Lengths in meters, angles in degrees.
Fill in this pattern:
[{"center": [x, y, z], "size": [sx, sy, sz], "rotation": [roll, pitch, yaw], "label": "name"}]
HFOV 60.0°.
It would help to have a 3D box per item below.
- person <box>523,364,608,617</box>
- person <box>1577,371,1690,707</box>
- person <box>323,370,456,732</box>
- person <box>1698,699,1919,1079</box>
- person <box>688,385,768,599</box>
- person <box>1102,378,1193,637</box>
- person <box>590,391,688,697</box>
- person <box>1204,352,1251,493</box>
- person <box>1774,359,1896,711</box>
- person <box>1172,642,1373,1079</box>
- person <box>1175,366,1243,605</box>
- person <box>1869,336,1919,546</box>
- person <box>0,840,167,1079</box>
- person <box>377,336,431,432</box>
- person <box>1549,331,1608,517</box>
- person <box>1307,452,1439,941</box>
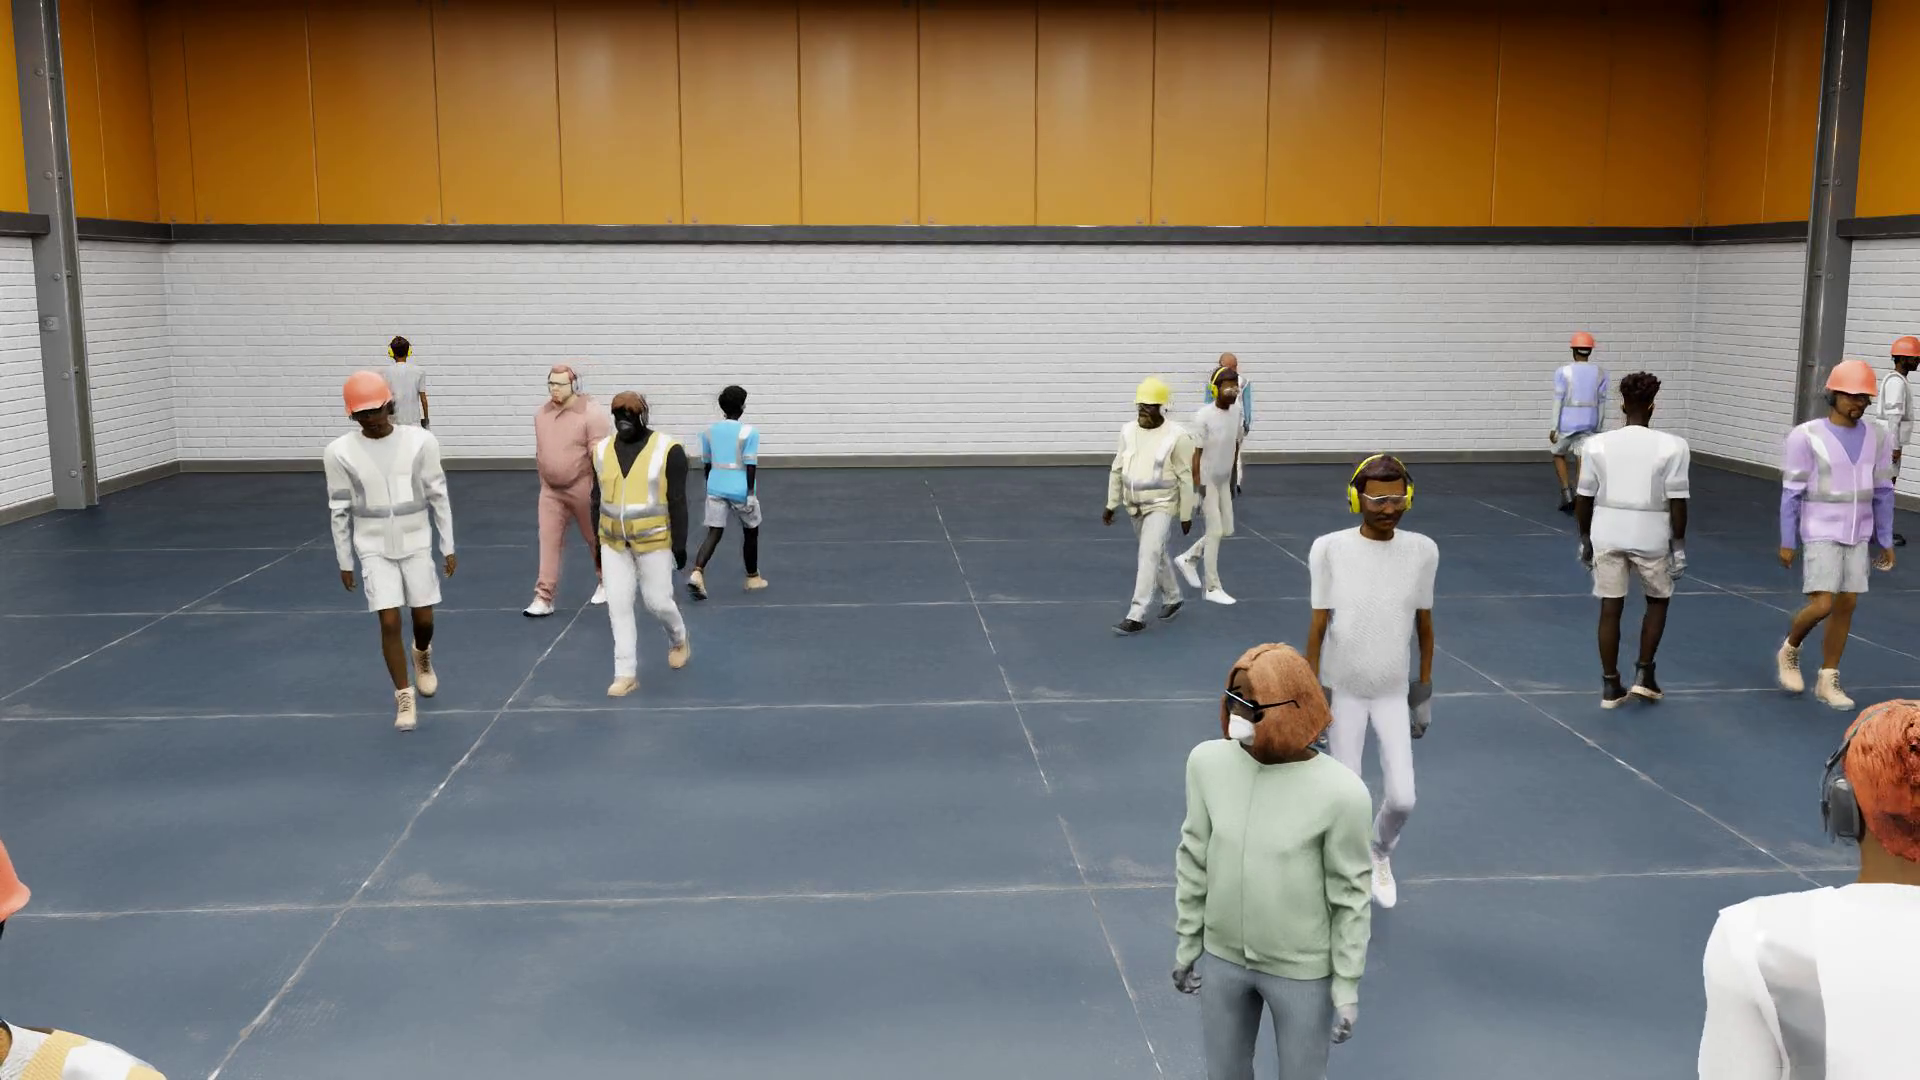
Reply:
[{"center": [-2.883, -0.378, 12.356], "size": [0.655, 1.857, 1.052], "rotation": [3, 10, 19], "label": "person"}, {"center": [3.918, -0.003, 9.667], "size": [0.637, 1.946, 0.550], "rotation": [6, 11, 34], "label": "person"}, {"center": [-3.170, 0.037, 9.282], "size": [0.661, 2.002, 0.746], "rotation": [-3, 10, -21], "label": "person"}, {"center": [1.433, 1.181, 2.555], "size": [0.582, 1.858, 0.873], "rotation": [3, 10, 18], "label": "person"}, {"center": [-1.818, -0.373, 12.907], "size": [0.534, 1.664, 0.836], "rotation": [4, 10, 24], "label": "person"}, {"center": [1.361, -0.253, 11.770], "size": [0.921, 1.790, 0.595], "rotation": [-8, 12, -42], "label": "person"}, {"center": [-1.926, -0.003, 10.070], "size": [0.635, 1.818, 0.723], "rotation": [2, 9, 13], "label": "person"}, {"center": [3.019, -1.304, 18.839], "size": [0.515, 1.626, 0.383], "rotation": [0, 9, -3], "label": "person"}, {"center": [5.064, -0.032, 9.603], "size": [0.619, 2.025, 0.459], "rotation": [-1, 9, -7], "label": "person"}, {"center": [0.747, 1.047, 4.063], "size": [0.500, 1.632, 0.286], "rotation": [7, 11, 37], "label": "person"}, {"center": [1.902, -0.430, 12.713], "size": [0.564, 1.830, 0.662], "rotation": [-8, 12, -40], "label": "person"}, {"center": [8.714, -0.922, 15.469], "size": [0.376, 1.935, 0.550], "rotation": [5, 10, 27], "label": "person"}, {"center": [-1.179, 1.226, 2.010], "size": [0.541, 1.932, 0.383], "rotation": [1, 9, 4], "label": "person"}, {"center": [-5.896, -1.229, 17.666], "size": [0.519, 1.859, 0.316], "rotation": [-3, 10, -18], "label": "person"}, {"center": [6.388, -1.198, 17.240], "size": [0.579, 1.920, 0.419], "rotation": [0, 9, 3], "label": "person"}, {"center": [1.536, 0.585, 6.287], "size": [0.511, 1.846, 0.432], "rotation": [0, 9, 3], "label": "person"}]
